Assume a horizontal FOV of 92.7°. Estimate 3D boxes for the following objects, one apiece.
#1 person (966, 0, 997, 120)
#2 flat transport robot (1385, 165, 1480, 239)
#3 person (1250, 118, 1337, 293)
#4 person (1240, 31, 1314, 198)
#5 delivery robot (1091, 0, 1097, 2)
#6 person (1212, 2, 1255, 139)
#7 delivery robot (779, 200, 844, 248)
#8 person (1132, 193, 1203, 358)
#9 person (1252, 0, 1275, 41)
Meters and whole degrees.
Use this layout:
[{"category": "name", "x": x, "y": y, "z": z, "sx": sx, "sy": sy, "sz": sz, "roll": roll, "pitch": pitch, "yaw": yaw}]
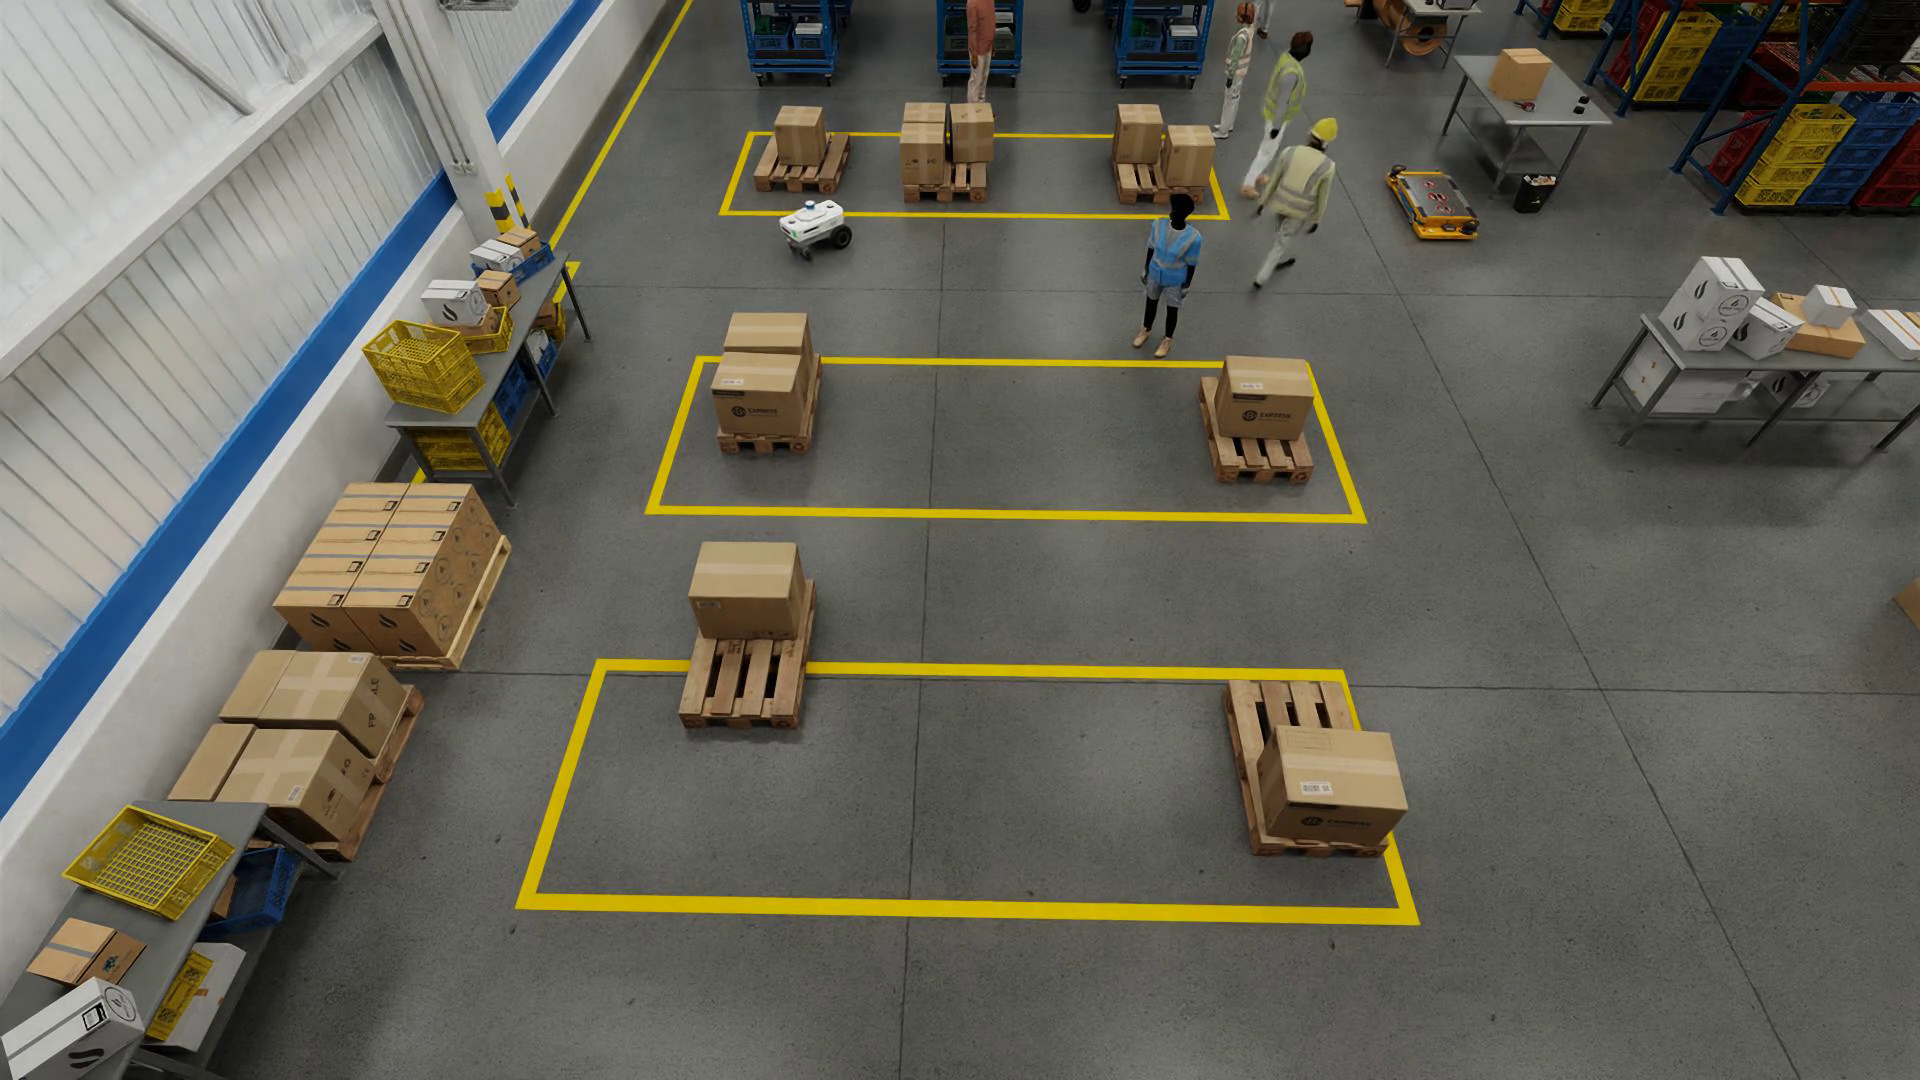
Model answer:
[{"category": "person", "x": 0.286, "y": -6.433, "z": 11.952, "sx": 0.376, "sy": 1.995, "sz": 0.612, "roll": 19, "pitch": 52, "yaw": 16}, {"category": "flat transport robot", "x": 5.692, "y": -4.094, "z": 11.059, "sx": 0.652, "sy": 0.197, "sz": 1.431, "roll": 1, "pitch": 49, "yaw": 1}, {"category": "person", "x": 3.435, "y": -3.455, "z": 9.523, "sx": 0.901, "sy": 1.780, "sz": 0.646, "roll": -34, "pitch": 57, "yaw": -26}, {"category": "person", "x": 3.769, "y": -5.041, "z": 10.880, "sx": 0.491, "sy": 1.810, "sz": 0.734, "roll": 10, "pitch": 50, "yaw": 8}, {"category": "delivery robot", "x": 2.261, "y": -9.190, "z": 15.224, "sx": 0.707, "sy": 0.478, "sz": 0.477, "roll": -2, "pitch": 49, "yaw": -2}, {"category": "person", "x": 3.563, "y": -6.057, "z": 11.865, "sx": 0.313, "sy": 1.633, "sz": 0.514, "roll": 19, "pitch": 52, "yaw": 15}, {"category": "delivery robot", "x": -1.674, "y": -3.600, "z": 10.385, "sx": 0.707, "sy": 0.478, "sz": 0.477, "roll": -31, "pitch": 56, "yaw": -24}, {"category": "person", "x": 1.990, "y": -2.519, "z": 8.763, "sx": 0.535, "sy": 1.694, "sz": 0.319, "roll": 31, "pitch": 56, "yaw": 24}, {"category": "person", "x": 4.681, "y": -8.665, "z": 13.923, "sx": 0.630, "sy": 1.935, "sz": 0.369, "roll": -12, "pitch": 50, "yaw": -10}]
